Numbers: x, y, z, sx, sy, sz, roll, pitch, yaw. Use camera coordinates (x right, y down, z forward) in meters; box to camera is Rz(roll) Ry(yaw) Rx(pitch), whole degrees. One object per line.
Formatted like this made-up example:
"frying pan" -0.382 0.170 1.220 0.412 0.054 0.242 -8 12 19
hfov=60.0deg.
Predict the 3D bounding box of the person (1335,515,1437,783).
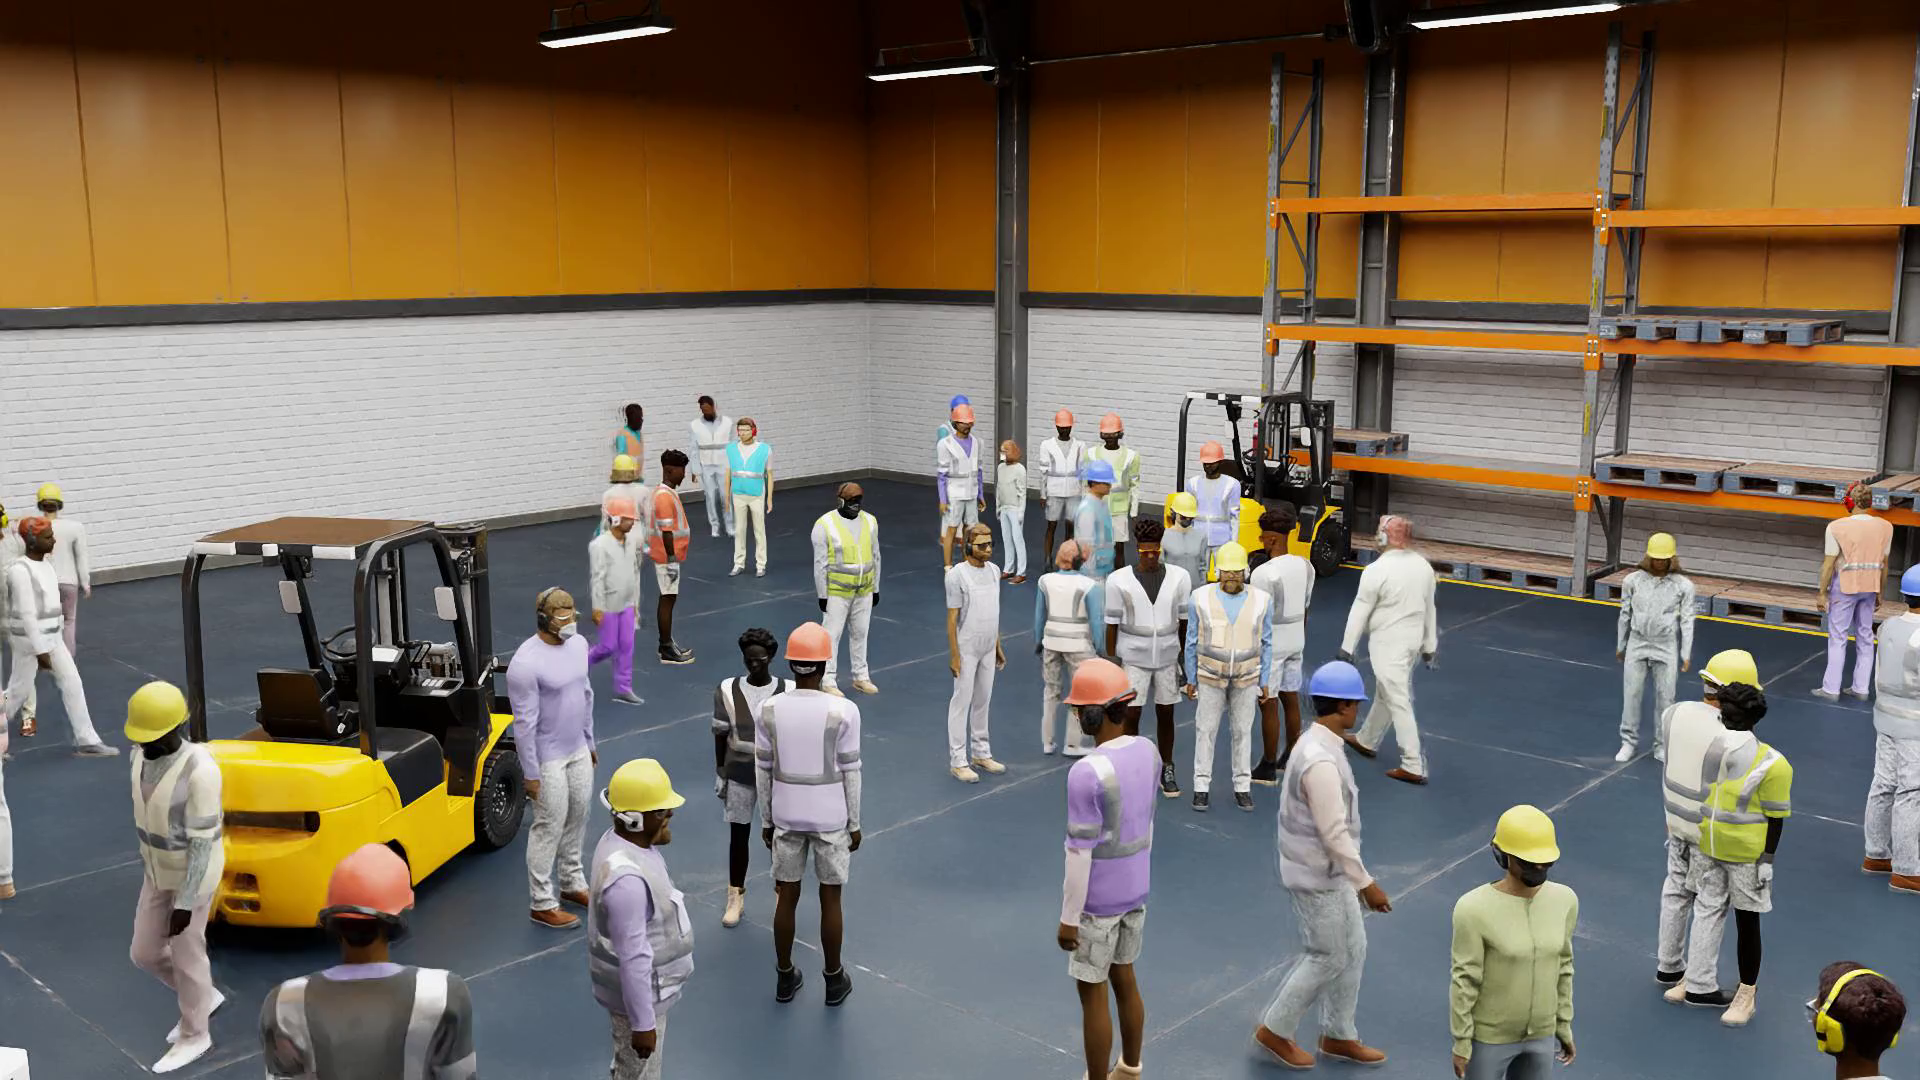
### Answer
"person" 3.052 0.754 11.963 0.656 1.863 0.976 -8 13 -37

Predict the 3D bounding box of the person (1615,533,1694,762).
"person" 5.047 0.797 12.095 0.503 1.735 0.366 5 11 26

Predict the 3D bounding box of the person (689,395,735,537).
"person" -3.225 -0.956 21.647 0.609 1.874 0.472 -2 10 -12

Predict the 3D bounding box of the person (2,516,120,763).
"person" -6.808 0.739 12.162 0.981 1.846 0.589 -1 10 -4

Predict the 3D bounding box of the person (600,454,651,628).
"person" -3.377 -0.003 16.644 0.507 1.717 0.711 -7 12 -35

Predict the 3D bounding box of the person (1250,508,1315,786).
"person" 2.224 0.747 11.710 0.604 1.964 0.367 -9 14 -42

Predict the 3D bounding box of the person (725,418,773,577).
"person" -2.418 -0.492 19.102 0.570 1.843 0.373 2 10 10

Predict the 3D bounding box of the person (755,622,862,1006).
"person" -0.745 1.365 8.313 0.540 1.929 0.396 2 10 13

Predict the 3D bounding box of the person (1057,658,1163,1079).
"person" 0.615 1.511 7.190 0.410 2.030 0.611 7 12 36

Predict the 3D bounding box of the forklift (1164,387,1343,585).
"forklift" 3.298 -0.608 18.767 1.214 2.155 2.313 9 13 42

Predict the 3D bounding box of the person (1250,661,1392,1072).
"person" 1.658 1.501 7.590 0.598 1.904 0.626 3 10 16

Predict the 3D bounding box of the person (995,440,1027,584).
"person" 0.572 -0.321 18.759 0.286 1.628 0.503 -7 12 -34

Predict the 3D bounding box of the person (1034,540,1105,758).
"person" 0.789 0.806 12.320 0.583 1.629 0.363 7 12 34

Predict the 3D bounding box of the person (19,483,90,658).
"person" -7.920 0.365 14.562 0.532 1.725 0.883 -7 12 -33

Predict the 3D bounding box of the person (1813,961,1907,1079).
"person" 2.391 2.058 4.548 0.511 1.862 0.324 -2 10 -10

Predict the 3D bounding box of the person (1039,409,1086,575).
"person" 1.192 -0.546 19.146 0.551 1.935 0.375 -2 10 -11

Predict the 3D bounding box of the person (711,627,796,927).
"person" -1.114 1.312 9.251 0.530 1.697 0.322 0 10 -1

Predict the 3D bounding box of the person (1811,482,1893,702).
"person" 7.424 0.442 13.811 0.561 1.837 0.388 -1 10 -5

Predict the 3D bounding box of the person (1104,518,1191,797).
"person" 1.291 0.808 11.409 0.611 1.955 0.392 -1 10 -6

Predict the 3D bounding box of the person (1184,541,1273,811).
"person" 1.797 0.912 11.146 0.586 1.833 0.403 0 10 2

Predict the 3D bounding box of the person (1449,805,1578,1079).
"person" 2.043 1.825 6.140 0.529 1.768 0.312 -3 10 -18

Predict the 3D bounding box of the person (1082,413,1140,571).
"person" 1.587 -0.321 17.561 0.607 2.045 0.390 2 10 9

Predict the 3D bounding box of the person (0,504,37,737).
"person" -7.376 0.605 12.808 0.518 1.863 0.334 -2 10 -9

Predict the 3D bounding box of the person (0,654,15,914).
"person" -5.614 1.219 9.379 0.430 1.841 0.623 -2 10 -10

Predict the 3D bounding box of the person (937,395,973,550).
"person" -0.029 -0.856 20.885 0.409 1.942 0.630 8 13 37

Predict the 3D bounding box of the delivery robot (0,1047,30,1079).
"delivery robot" -4.105 2.287 6.685 0.477 0.478 0.707 2 10 11

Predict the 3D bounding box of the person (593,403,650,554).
"person" -4.118 -0.744 20.430 0.765 1.891 0.628 2 10 13

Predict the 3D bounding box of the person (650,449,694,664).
"person" -2.631 0.144 15.157 0.387 1.958 0.600 -2 10 -11

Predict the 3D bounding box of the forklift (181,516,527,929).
"forklift" -3.583 0.976 9.748 1.214 2.155 2.313 2 10 11

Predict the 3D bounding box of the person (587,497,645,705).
"person" -2.913 0.498 13.792 0.600 1.727 0.579 5 11 28

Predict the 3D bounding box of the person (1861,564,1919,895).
"person" 5.581 1.096 9.763 0.380 1.951 0.605 0 10 -1

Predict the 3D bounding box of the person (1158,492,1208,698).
"person" 1.835 0.470 13.871 0.522 1.763 0.319 -4 11 -21

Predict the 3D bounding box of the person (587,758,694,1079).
"person" -1.233 1.734 6.464 0.404 1.830 0.599 -2 10 -13

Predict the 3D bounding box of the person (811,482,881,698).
"person" -0.936 0.420 13.966 0.623 1.835 0.431 -7 12 -34

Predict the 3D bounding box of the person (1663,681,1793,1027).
"person" 3.756 1.511 8.122 0.318 1.696 0.533 -6 12 -32

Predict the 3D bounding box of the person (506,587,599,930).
"person" -2.247 1.200 9.250 0.367 1.926 0.637 4 11 21

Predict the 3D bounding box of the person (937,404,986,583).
"person" 0.032 -0.501 18.592 0.615 2.043 0.373 -7 12 -35

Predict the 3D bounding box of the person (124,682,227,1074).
"person" -3.553 1.527 7.530 0.627 1.878 0.459 6 12 31

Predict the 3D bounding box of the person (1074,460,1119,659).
"person" 1.183 0.252 14.598 0.452 1.935 0.642 3 10 16

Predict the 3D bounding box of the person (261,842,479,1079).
"person" -1.744 1.918 4.954 0.612 2.010 0.952 -1 10 -8

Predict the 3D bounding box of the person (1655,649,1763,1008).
"person" 3.721 1.429 8.257 0.403 1.816 0.603 -3 10 -16

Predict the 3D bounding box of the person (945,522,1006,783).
"person" 0.118 0.786 11.826 0.346 1.847 0.505 10 14 43

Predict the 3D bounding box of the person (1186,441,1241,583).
"person" 2.421 0.005 16.043 0.545 1.931 0.387 4 11 23
